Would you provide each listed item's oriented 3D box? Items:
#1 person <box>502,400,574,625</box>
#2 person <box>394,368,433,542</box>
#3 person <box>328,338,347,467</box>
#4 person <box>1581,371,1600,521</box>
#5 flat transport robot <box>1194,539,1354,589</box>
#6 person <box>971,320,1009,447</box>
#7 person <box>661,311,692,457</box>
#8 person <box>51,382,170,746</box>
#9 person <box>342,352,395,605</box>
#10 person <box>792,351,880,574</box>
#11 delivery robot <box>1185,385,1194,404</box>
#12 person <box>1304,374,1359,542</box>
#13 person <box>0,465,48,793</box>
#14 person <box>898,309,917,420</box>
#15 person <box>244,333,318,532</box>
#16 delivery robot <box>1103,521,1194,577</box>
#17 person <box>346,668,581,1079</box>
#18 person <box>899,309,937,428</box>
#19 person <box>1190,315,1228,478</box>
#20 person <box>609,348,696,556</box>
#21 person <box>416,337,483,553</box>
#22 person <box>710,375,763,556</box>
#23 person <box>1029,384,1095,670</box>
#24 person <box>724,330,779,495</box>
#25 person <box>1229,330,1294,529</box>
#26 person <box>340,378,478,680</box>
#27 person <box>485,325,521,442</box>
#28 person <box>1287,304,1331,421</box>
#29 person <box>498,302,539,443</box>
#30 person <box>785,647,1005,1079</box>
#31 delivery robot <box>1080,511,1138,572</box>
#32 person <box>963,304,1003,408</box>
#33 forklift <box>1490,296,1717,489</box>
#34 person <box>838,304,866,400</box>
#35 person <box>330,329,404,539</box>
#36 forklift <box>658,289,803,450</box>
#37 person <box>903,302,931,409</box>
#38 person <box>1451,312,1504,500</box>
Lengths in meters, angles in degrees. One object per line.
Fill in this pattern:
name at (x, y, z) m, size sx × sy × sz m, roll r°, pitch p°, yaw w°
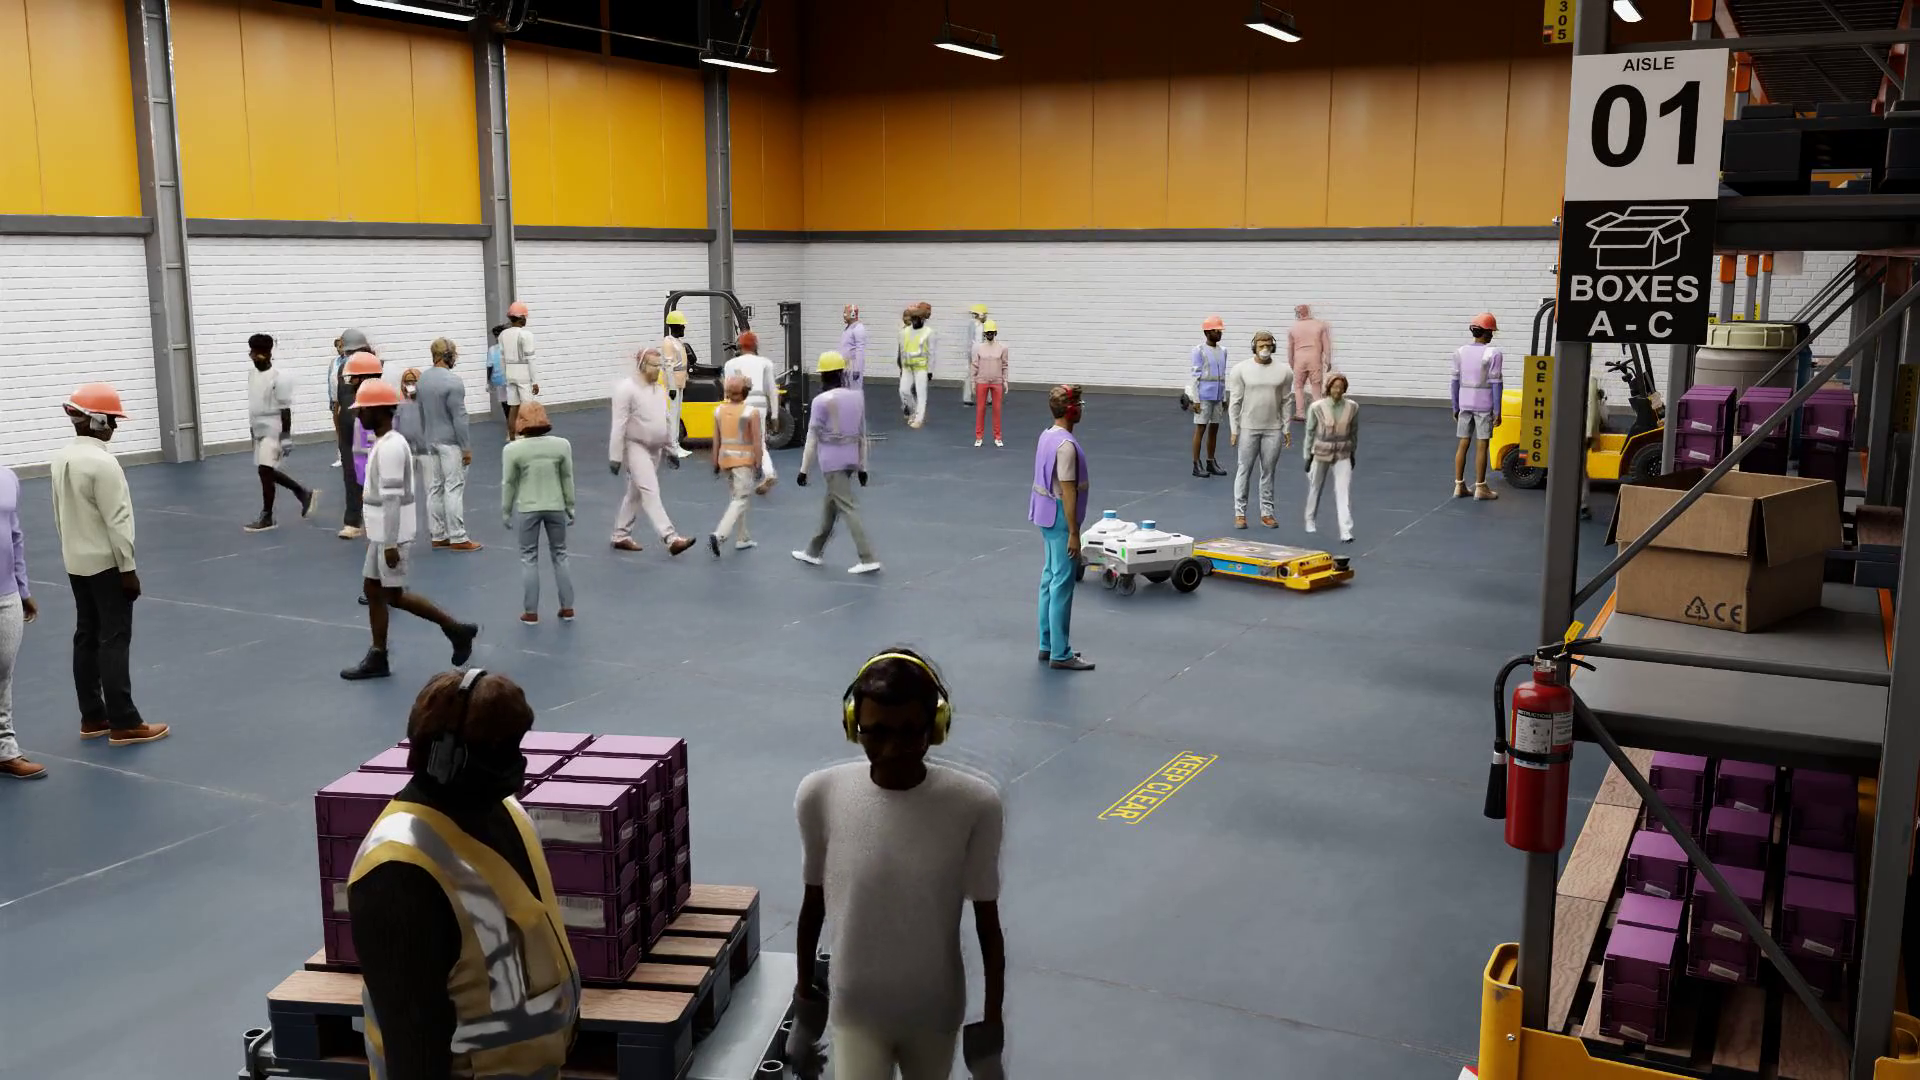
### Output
person at (-3.053, -0.198, 12.079) m, size 0.512 × 1.629 × 0.295 m, roll -5°, pitch 11°, yaw -26°
person at (-5.024, -0.776, 15.404) m, size 0.503 × 1.633 × 0.280 m, roll -1°, pitch 10°, yaw -7°
person at (-7.698, -1.729, 20.903) m, size 0.514 × 1.641 × 0.307 m, roll 3°, pitch 10°, yaw 15°
person at (6.187, -1.062, 16.660) m, size 0.423 × 1.781 × 0.682 m, roll 2°, pitch 10°, yaw 12°
flat transport robot at (2.476, 0.177, 13.821) m, size 1.431 × 0.197 × 0.652 m, roll 9°, pitch 14°, yaw 43°
person at (0.416, -2.172, 23.099) m, size 0.533 × 1.767 × 0.313 m, roll -1°, pitch 10°, yaw -5°
person at (-3.747, -2.058, 21.969) m, size 0.370 × 1.928 × 0.585 m, roll 0°, pitch 10°, yaw 3°
person at (-4.693, 0.131, 9.121) m, size 0.611 × 1.989 × 0.391 m, roll 7°, pitch 12°, yaw 34°
person at (-4.509, -0.472, 12.763) m, size 0.364 × 1.935 × 0.553 m, roll -2°, pitch 10°, yaw -9°
person at (-1.055, -0.654, 14.065) m, size 1.020 × 1.863 × 0.602 m, roll 6°, pitch 12°, yaw 33°
delivery robot at (4.103, -2.503, 28.248) m, size 0.477 × 0.478 × 0.707 m, roll -3°, pitch 10°, yaw -17°
person at (3.488, -0.795, 15.702) m, size 0.528 × 1.569 × 0.933 m, roll 0°, pitch 10°, yaw -2°
person at (-4.896, 0.298, 8.302) m, size 0.371 × 1.940 × 0.627 m, roll 3°, pitch 10°, yaw 15°
person at (-0.794, -2.809, 26.687) m, size 0.445 × 1.803 × 0.562 m, roll 5°, pitch 11°, yaw 27°
person at (-6.656, -1.065, 16.210) m, size 0.632 × 1.929 × 0.758 m, roll 7°, pitch 12°, yaw 36°
delivery robot at (1.499, 0.089, 13.242) m, size 0.707 × 0.478 × 0.477 m, roll -5°, pitch 11°, yaw -26°
person at (-1.020, 1.172, 3.543) m, size 0.429 × 1.839 × 0.623 m, roll 0°, pitch 10°, yaw 1°
person at (-0.655, -2.634, 25.572) m, size 0.659 × 1.831 × 0.434 m, roll 7°, pitch 12°, yaw 34°
person at (3.014, -1.725, 20.004) m, size 0.549 × 1.942 × 0.347 m, roll -7°, pitch 12°, yaw -36°
person at (-2.753, -0.772, 14.799) m, size 1.015 × 1.855 × 0.668 m, roll 4°, pitch 11°, yaw 24°
person at (-4.607, -0.849, 14.945) m, size 0.631 × 1.939 × 0.372 m, roll 8°, pitch 12°, yaw 37°
person at (-2.019, -0.661, 14.818) m, size 0.531 × 1.614 × 0.736 m, roll 6°, pitch 11°, yaw 31°
person at (0.653, -0.087, 10.784) m, size 0.386 × 1.849 × 0.567 m, roll -2°, pitch 10°, yaw -11°
person at (-2.261, -1.367, 18.191) m, size 0.630 × 1.857 × 0.748 m, roll -4°, pitch 11°, yaw -24°
person at (2.938, -1.074, 16.244) m, size 0.629 × 1.939 × 0.372 m, roll -1°, pitch 10°, yaw -5°
person at (-3.519, -0.066, 10.484) m, size 0.776 × 1.913 × 0.552 m, roll -4°, pitch 11°, yaw -23°
person at (-6.449, -2.206, 23.579) m, size 0.542 × 1.666 × 0.584 m, roll 2°, pitch 10°, yaw 13°
person at (5.627, -2.817, 26.580) m, size 0.799 × 1.866 × 0.408 m, roll 2°, pitch 10°, yaw 13°
person at (-5.827, -2.136, 22.091) m, size 0.607 × 2.044 × 0.377 m, roll 6°, pitch 11°, yaw 31°
person at (-0.155, 1.127, 3.920) m, size 0.530 × 1.808 × 1.019 m, roll 0°, pitch 10°, yaw 1°
delivery robot at (1.238, -0.001, 13.760) m, size 0.477 × 0.478 × 0.707 m, roll 3°, pitch 10°, yaw 19°
person at (0.408, -3.198, 28.915) m, size 0.821 × 1.799 × 0.615 m, roll -3°, pitch 10°, yaw -14°
forklift at (7.296, -1.677, 18.993) m, size 2.313 × 2.155 × 1.214 m, roll 5°, pitch 11°, yaw 27°
person at (-1.654, -2.634, 25.370) m, size 0.409 × 1.909 × 0.639 m, roll -4°, pitch 10°, yaw -20°
person at (-5.614, -1.048, 15.797) m, size 0.689 × 2.000 × 0.728 m, roll 0°, pitch 10°, yaw -3°
forklift at (-3.358, -2.392, 23.136) m, size 2.313 × 2.155 × 1.214 m, roll -1°, pitch 10°, yaw -5°
person at (-0.738, -3.138, 28.454) m, size 0.474 × 1.847 × 0.622 m, roll 5°, pitch 11°, yaw 25°
person at (5.667, -1.459, 18.171) m, size 0.393 × 2.041 × 0.613 m, roll -8°, pitch 12°, yaw -37°
